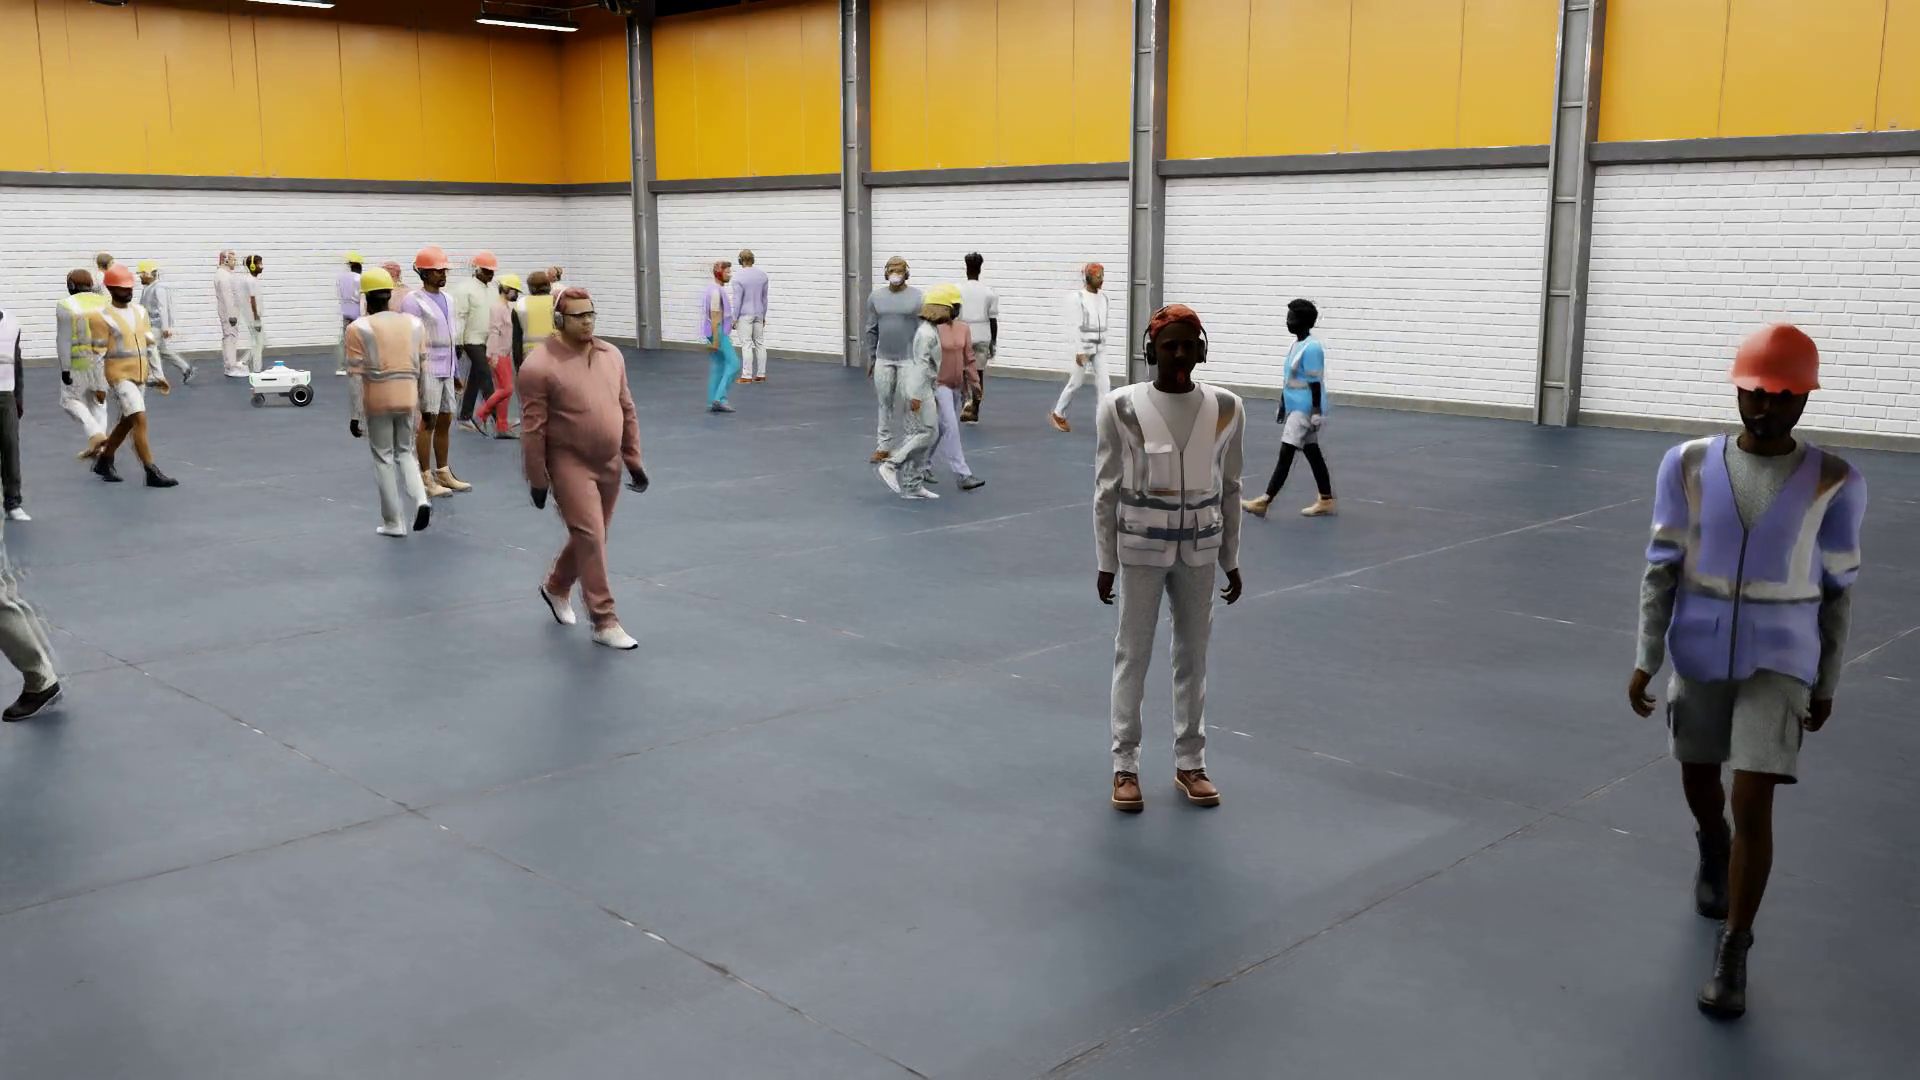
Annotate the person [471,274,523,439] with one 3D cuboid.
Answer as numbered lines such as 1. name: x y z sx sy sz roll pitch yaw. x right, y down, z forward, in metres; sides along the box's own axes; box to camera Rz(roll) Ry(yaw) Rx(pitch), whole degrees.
1. person: -4.796 -1.907 17.372 0.488 1.726 0.594 0 10 1

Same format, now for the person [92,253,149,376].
1. person: -12.278 -3.180 23.931 1.036 1.887 0.653 -6 12 -30

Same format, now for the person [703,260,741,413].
1. person: -2.854 -2.440 20.031 0.490 1.831 0.579 -2 11 -9

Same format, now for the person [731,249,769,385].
1. person: -3.020 -3.194 23.853 0.627 1.934 0.370 -10 15 -44

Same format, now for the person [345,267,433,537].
1. person: -4.006 -0.955 11.695 0.477 1.910 0.613 10 14 43

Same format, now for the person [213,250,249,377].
1. person: -11.016 -3.415 25.137 0.410 1.906 0.642 -6 12 -29

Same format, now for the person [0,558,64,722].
1. person: -4.258 -0.027 7.016 0.598 1.787 0.941 4 11 21

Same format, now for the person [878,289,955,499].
1. person: -0.324 -1.181 13.502 0.602 1.701 0.532 -1 10 -5

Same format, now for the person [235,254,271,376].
1. person: -10.382 -3.257 24.434 0.457 1.856 0.522 -3 11 -15

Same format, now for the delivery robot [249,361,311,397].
1. delivery robot: -8.520 -1.998 20.840 0.707 0.478 0.477 -4 11 -19

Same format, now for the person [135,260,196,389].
1. person: -11.232 -3.041 23.405 0.784 1.797 0.604 -9 13 -39

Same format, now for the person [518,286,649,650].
1. person: -2.019 -0.404 8.795 0.919 1.877 0.636 7 13 35

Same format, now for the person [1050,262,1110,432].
1. person: 1.349 -2.050 17.848 0.575 1.855 0.912 -7 13 -35

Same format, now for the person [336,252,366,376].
1. person: -9.202 -3.444 25.401 0.609 1.872 0.998 5 12 25

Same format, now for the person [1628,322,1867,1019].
1. person: 2.279 0.315 4.824 0.546 1.904 0.930 7 13 34

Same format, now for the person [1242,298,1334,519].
1. person: 2.478 -0.975 12.513 0.827 1.654 0.542 0 10 0

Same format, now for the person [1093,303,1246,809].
1. person: 0.779 0.069 6.204 0.574 1.883 0.356 -2 11 -10

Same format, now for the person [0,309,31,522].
1. person: -7.349 -1.095 12.514 0.802 1.900 0.598 9 14 40

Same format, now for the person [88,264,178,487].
1. person: -7.145 -1.401 14.203 0.958 1.898 0.544 3 11 16

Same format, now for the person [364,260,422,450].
1. person: -5.528 -1.794 16.358 0.662 1.890 0.411 -9 14 -41

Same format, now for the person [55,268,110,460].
1. person: -8.235 -1.645 15.718 0.465 1.822 0.641 4 11 21

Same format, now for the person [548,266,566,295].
1. person: -6.346 -3.479 26.197 0.514 1.645 0.308 7 13 35

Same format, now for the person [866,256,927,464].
1. person: -0.579 -1.669 15.536 0.643 1.934 0.387 3 11 18

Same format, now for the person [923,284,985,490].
1. person: -0.105 -1.301 14.116 0.878 1.720 0.533 9 14 41

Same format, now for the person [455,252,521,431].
1. person: -5.105 -2.135 18.039 0.980 1.941 0.628 4 11 20

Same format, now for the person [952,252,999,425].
1. person: 0.128 -2.249 18.649 0.631 1.948 0.497 -1 10 -8

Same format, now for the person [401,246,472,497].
1. person: -4.288 -1.380 13.660 0.370 2.044 0.608 3 11 15

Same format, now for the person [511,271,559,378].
1. person: -4.031 -1.734 16.299 0.634 1.771 1.006 -1 10 -3
